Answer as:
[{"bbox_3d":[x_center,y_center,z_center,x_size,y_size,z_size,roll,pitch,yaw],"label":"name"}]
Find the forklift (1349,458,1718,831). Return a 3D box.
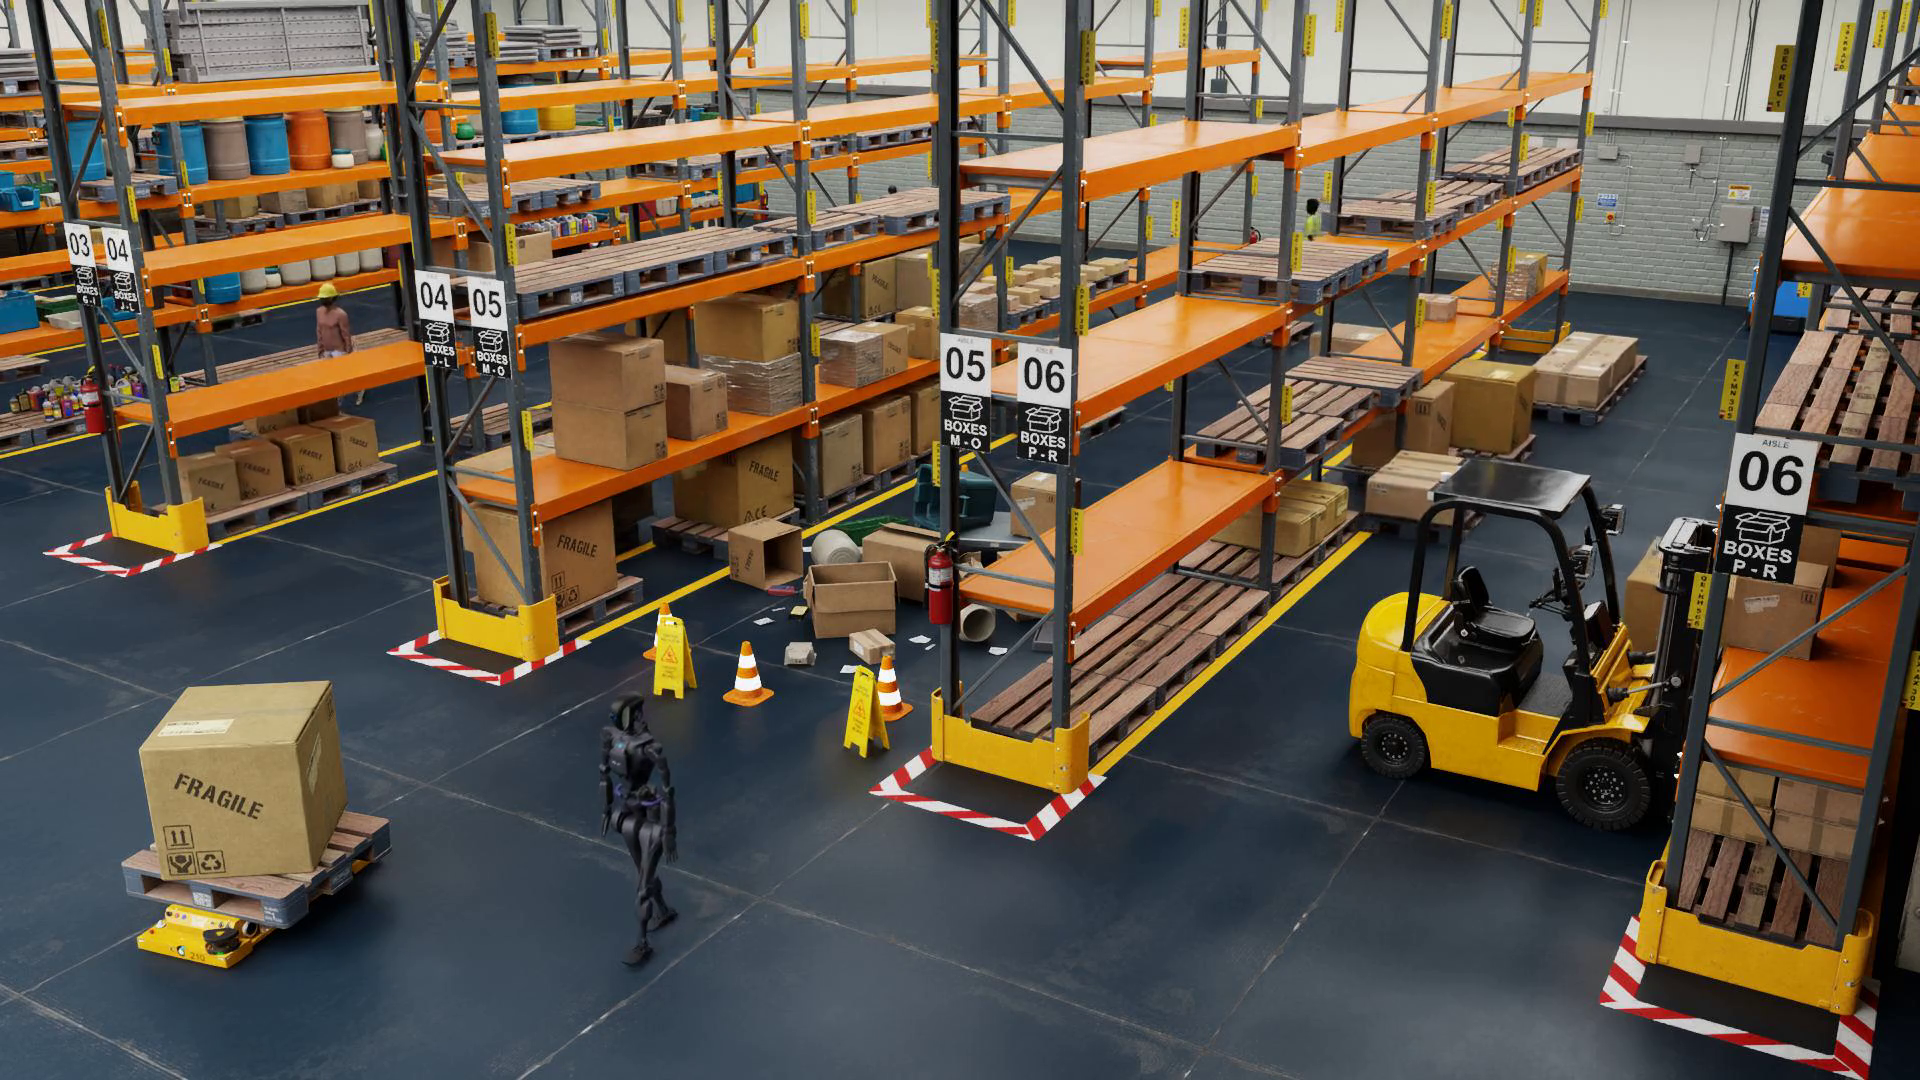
[{"bbox_3d":[3.988,0.658,11.776,2.313,2.155,1.214,11,22,29],"label":"forklift"}]

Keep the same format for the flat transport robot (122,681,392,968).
[{"bbox_3d":[-4.346,2.161,10.368,0.659,0.231,1.431,6,20,18],"label":"flat transport robot"}]

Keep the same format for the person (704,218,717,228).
[{"bbox_3d":[-5.238,-7.062,34.863,0.489,1.688,0.349,-6,20,-17],"label":"person"}]

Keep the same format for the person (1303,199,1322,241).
[{"bbox_3d":[6.184,-5.254,29.677,0.852,1.660,0.540,14,23,35],"label":"person"}]

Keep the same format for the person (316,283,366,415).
[{"bbox_3d":[-8.025,-2.482,21.522,0.520,1.744,0.722,11,22,29],"label":"person"}]

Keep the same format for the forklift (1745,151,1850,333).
[{"bbox_3d":[13.620,-4.667,26.137,1.873,2.768,1.129,11,22,29],"label":"forklift"}]

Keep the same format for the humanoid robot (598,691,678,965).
[{"bbox_3d":[-1.908,1.640,9.737,0.609,1.635,0.667,12,22,31],"label":"humanoid robot"}]

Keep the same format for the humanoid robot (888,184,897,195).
[{"bbox_3d":[-1.239,-5.922,31.624,0.612,1.632,0.696,-10,22,-27],"label":"humanoid robot"}]
